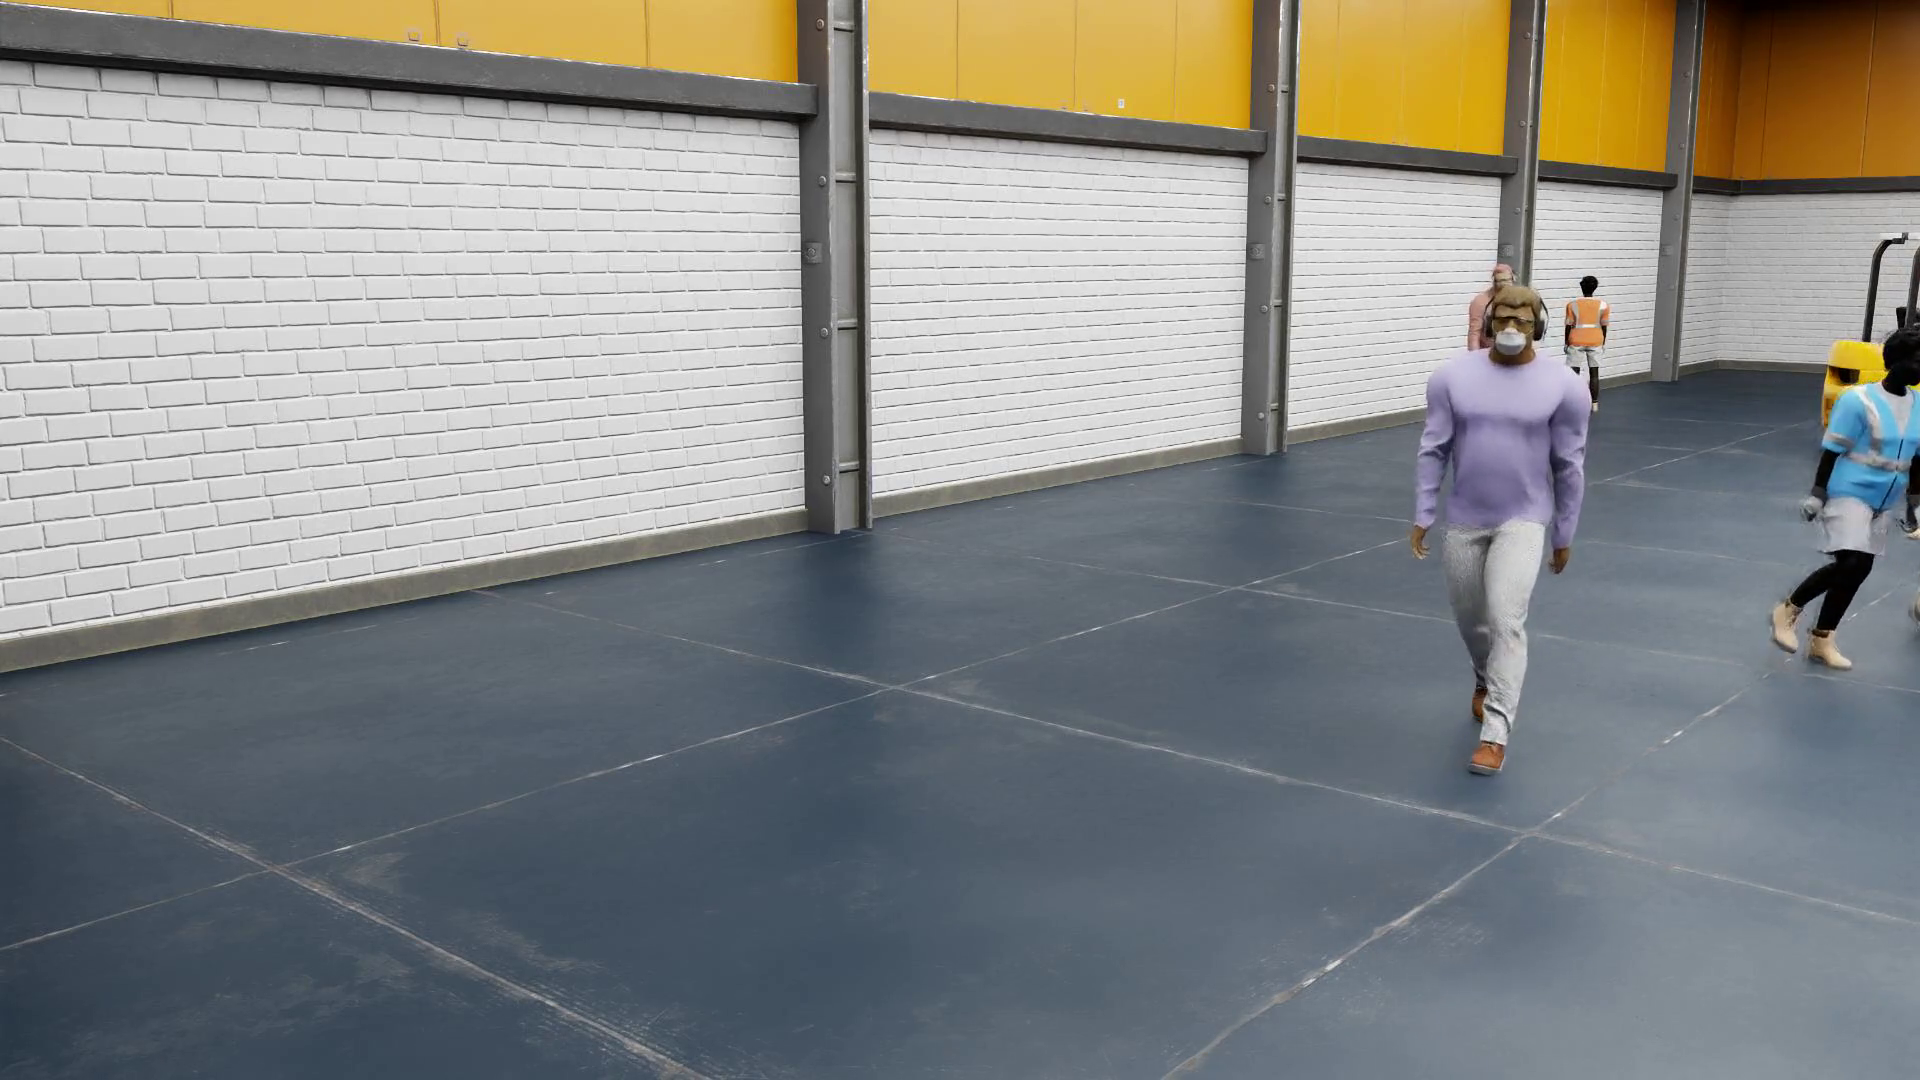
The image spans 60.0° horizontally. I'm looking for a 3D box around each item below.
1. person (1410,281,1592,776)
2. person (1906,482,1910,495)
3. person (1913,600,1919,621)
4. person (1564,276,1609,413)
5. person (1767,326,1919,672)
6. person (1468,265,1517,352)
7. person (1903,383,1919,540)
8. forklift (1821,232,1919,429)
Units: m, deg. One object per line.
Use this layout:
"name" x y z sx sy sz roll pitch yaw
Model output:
"person" 2.181 -0.084 6.691 0.638 1.909 0.916 6 12 31
"person" 4.952 -0.351 8.132 0.542 1.925 0.465 1 10 6
"person" 5.090 -0.394 8.167 0.610 2.009 1.003 1 10 7
"person" 7.726 -2.416 20.558 0.528 1.693 0.319 3 10 15
"person" 4.316 -0.193 7.953 0.561 1.662 0.504 -4 11 -22
"person" 5.460 -1.839 16.814 0.671 1.857 0.976 0 10 2
"person" 7.105 -0.910 11.697 0.949 1.802 0.625 -2 10 -13
"forklift" 9.955 -1.972 16.595 2.313 2.155 1.214 1 10 8
